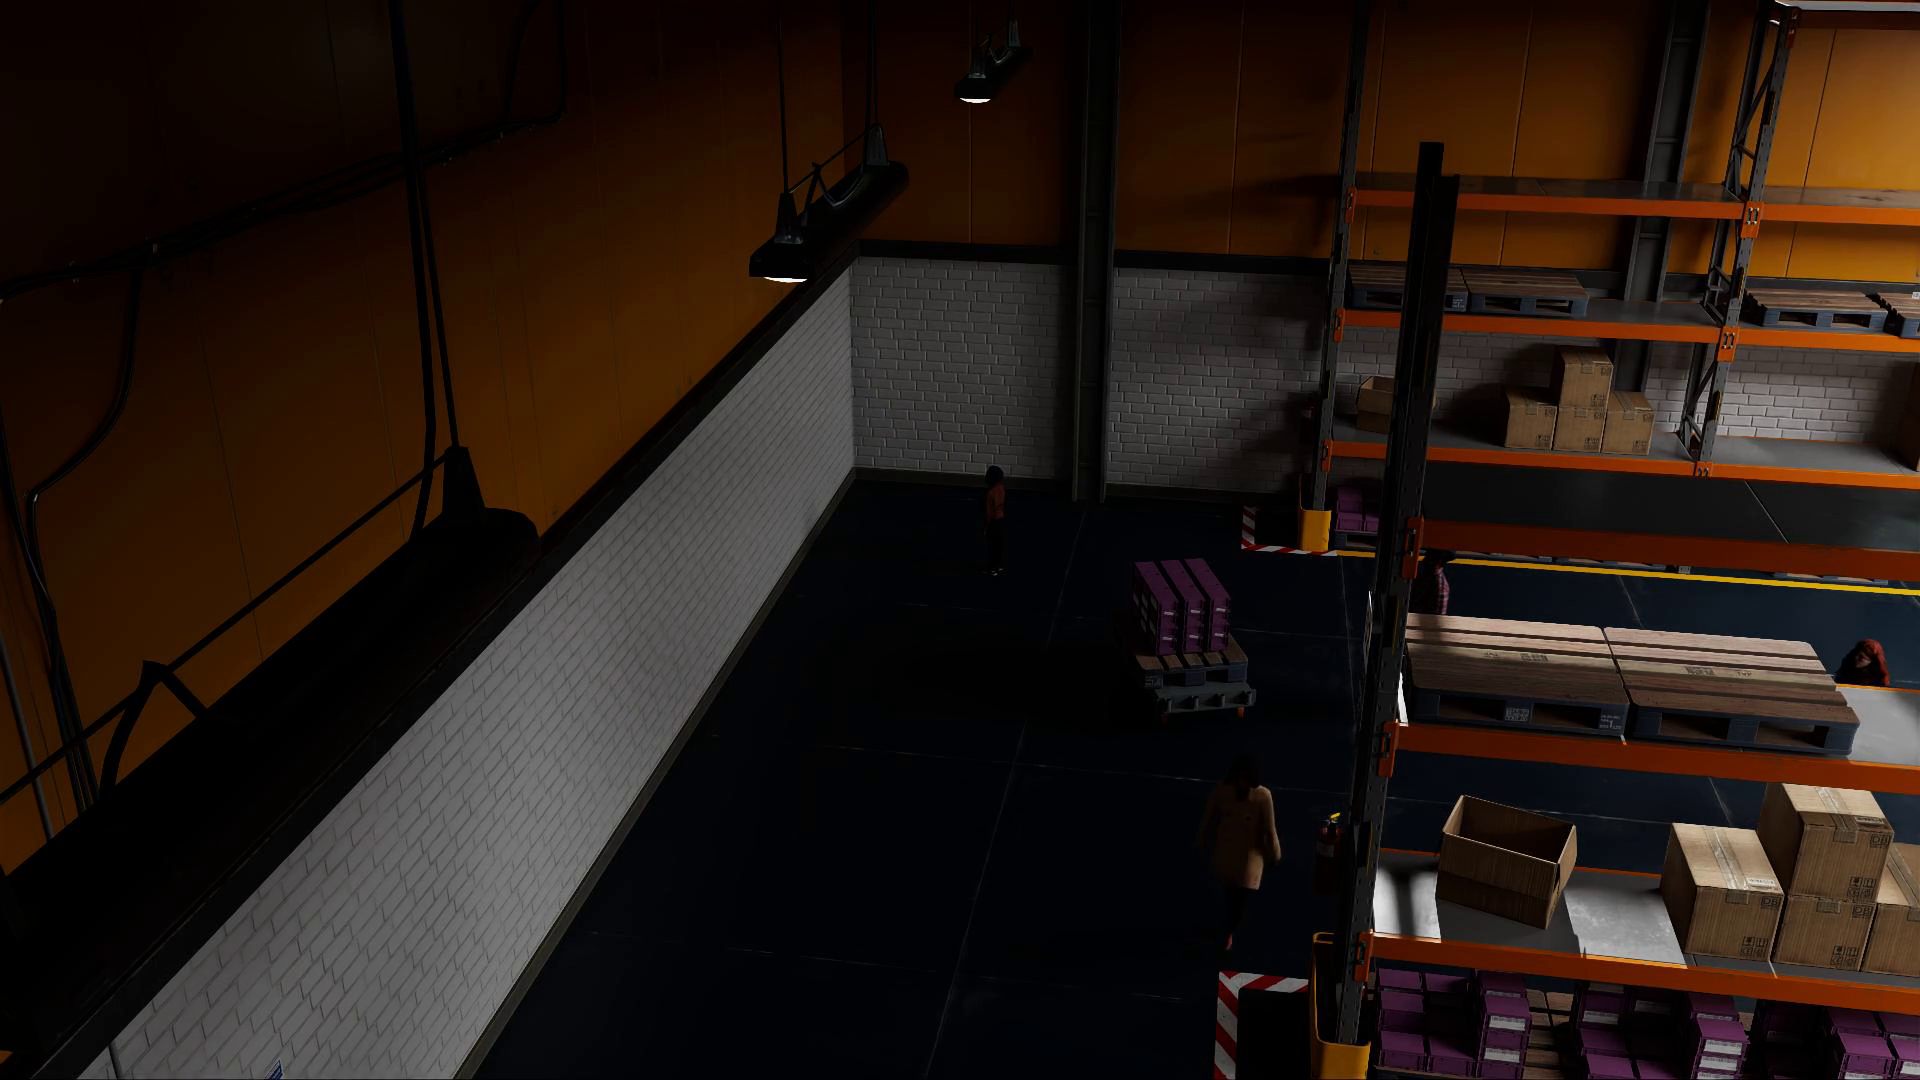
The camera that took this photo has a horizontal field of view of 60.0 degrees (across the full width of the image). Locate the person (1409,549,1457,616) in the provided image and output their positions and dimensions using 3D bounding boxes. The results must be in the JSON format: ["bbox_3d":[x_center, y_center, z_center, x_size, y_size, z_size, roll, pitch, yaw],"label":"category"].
[{"bbox_3d":[4.220,0.841,15.084,0.662,1.760,0.736,0,24,-1],"label":"person"}]

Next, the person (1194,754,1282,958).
[{"bbox_3d":[2.056,2.221,12.061,0.832,1.653,0.957,15,28,31],"label":"person"}]

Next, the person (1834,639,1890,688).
[{"bbox_3d":[7.177,1.605,13.309,1.207,1.781,0.969,-7,24,-15],"label":"person"}]

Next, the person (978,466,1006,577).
[{"bbox_3d":[0.370,-0.225,18.154,0.592,1.254,0.589,15,28,31],"label":"person"}]
